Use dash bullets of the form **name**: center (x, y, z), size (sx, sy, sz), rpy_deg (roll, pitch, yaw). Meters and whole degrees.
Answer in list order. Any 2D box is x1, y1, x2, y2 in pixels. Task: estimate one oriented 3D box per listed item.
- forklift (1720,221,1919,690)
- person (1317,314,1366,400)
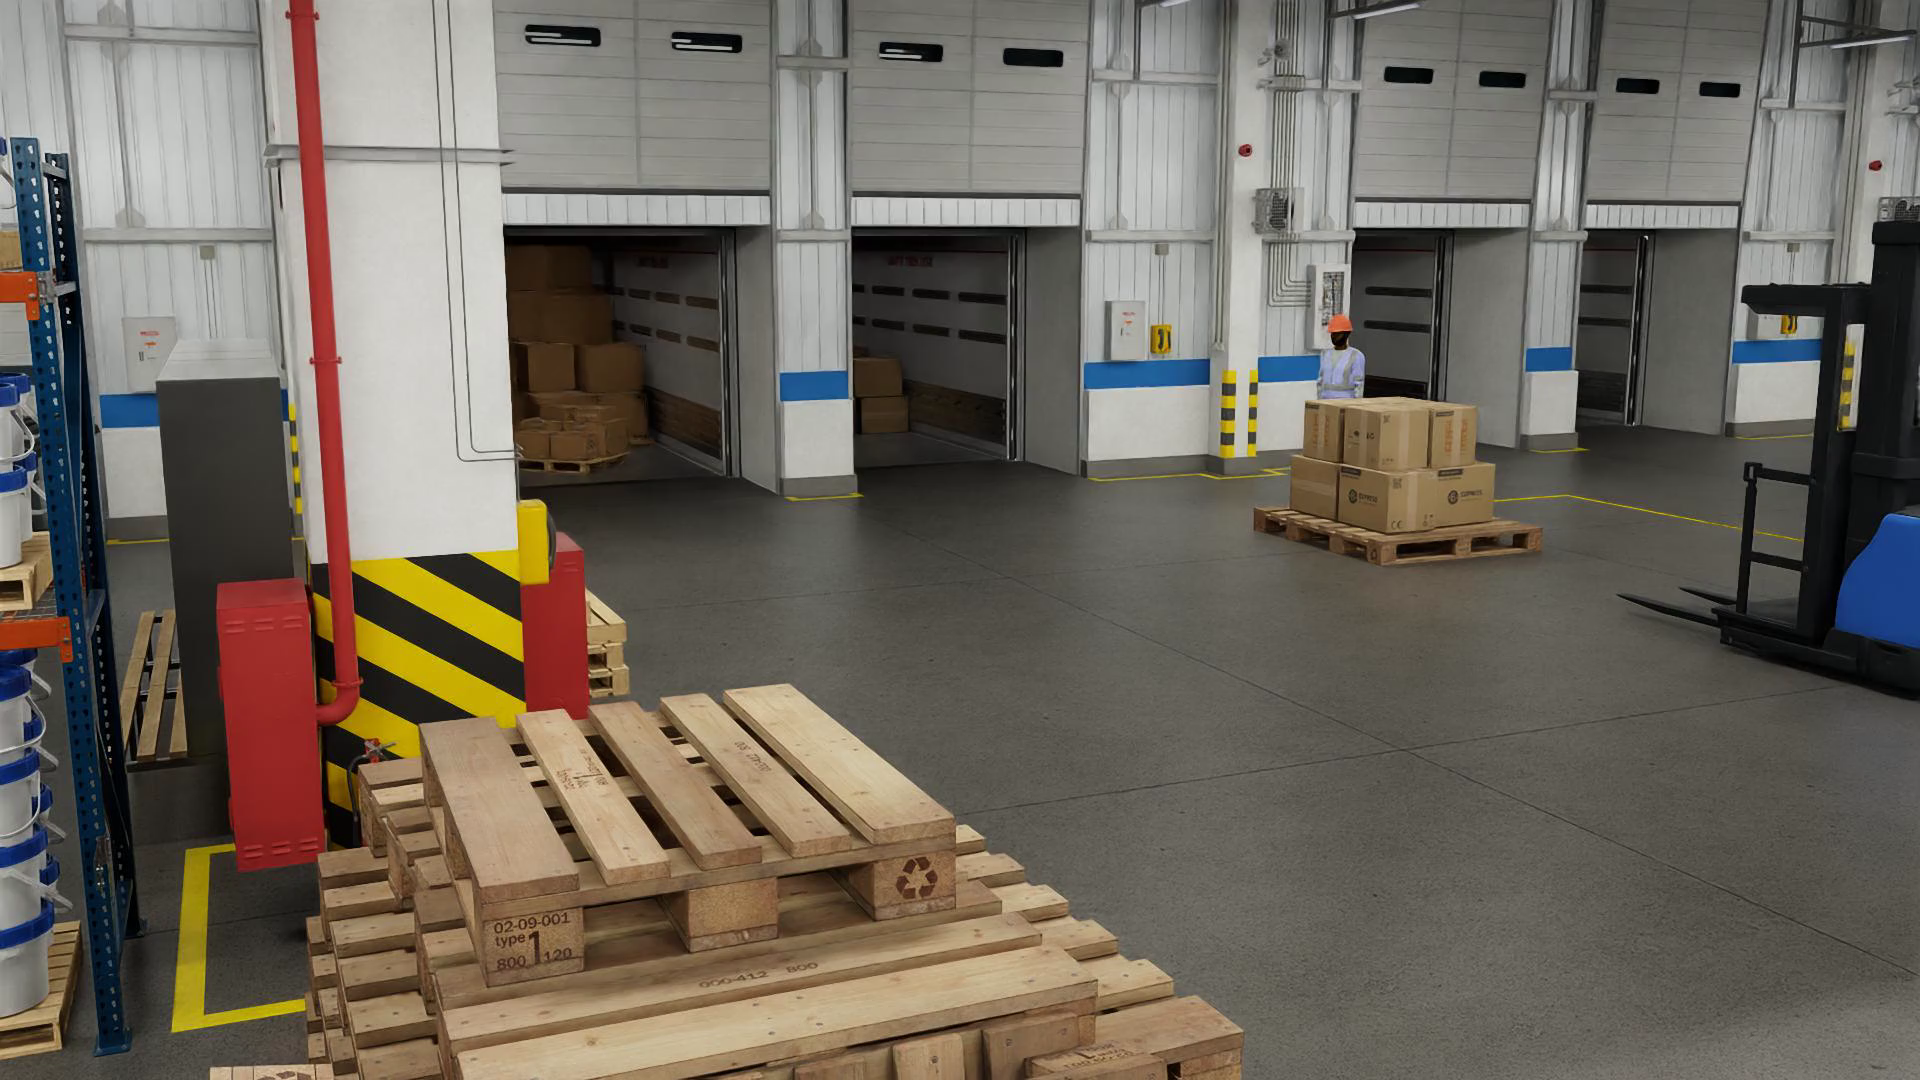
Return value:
- **forklift**: center (5.951, -0.550, 10.218), size (1.129, 2.768, 1.873), rpy_deg (-4, 11, -23)
- **person**: center (3.949, -1.384, 17.411), size (0.362, 1.939, 0.542), rpy_deg (-10, 14, -43)
